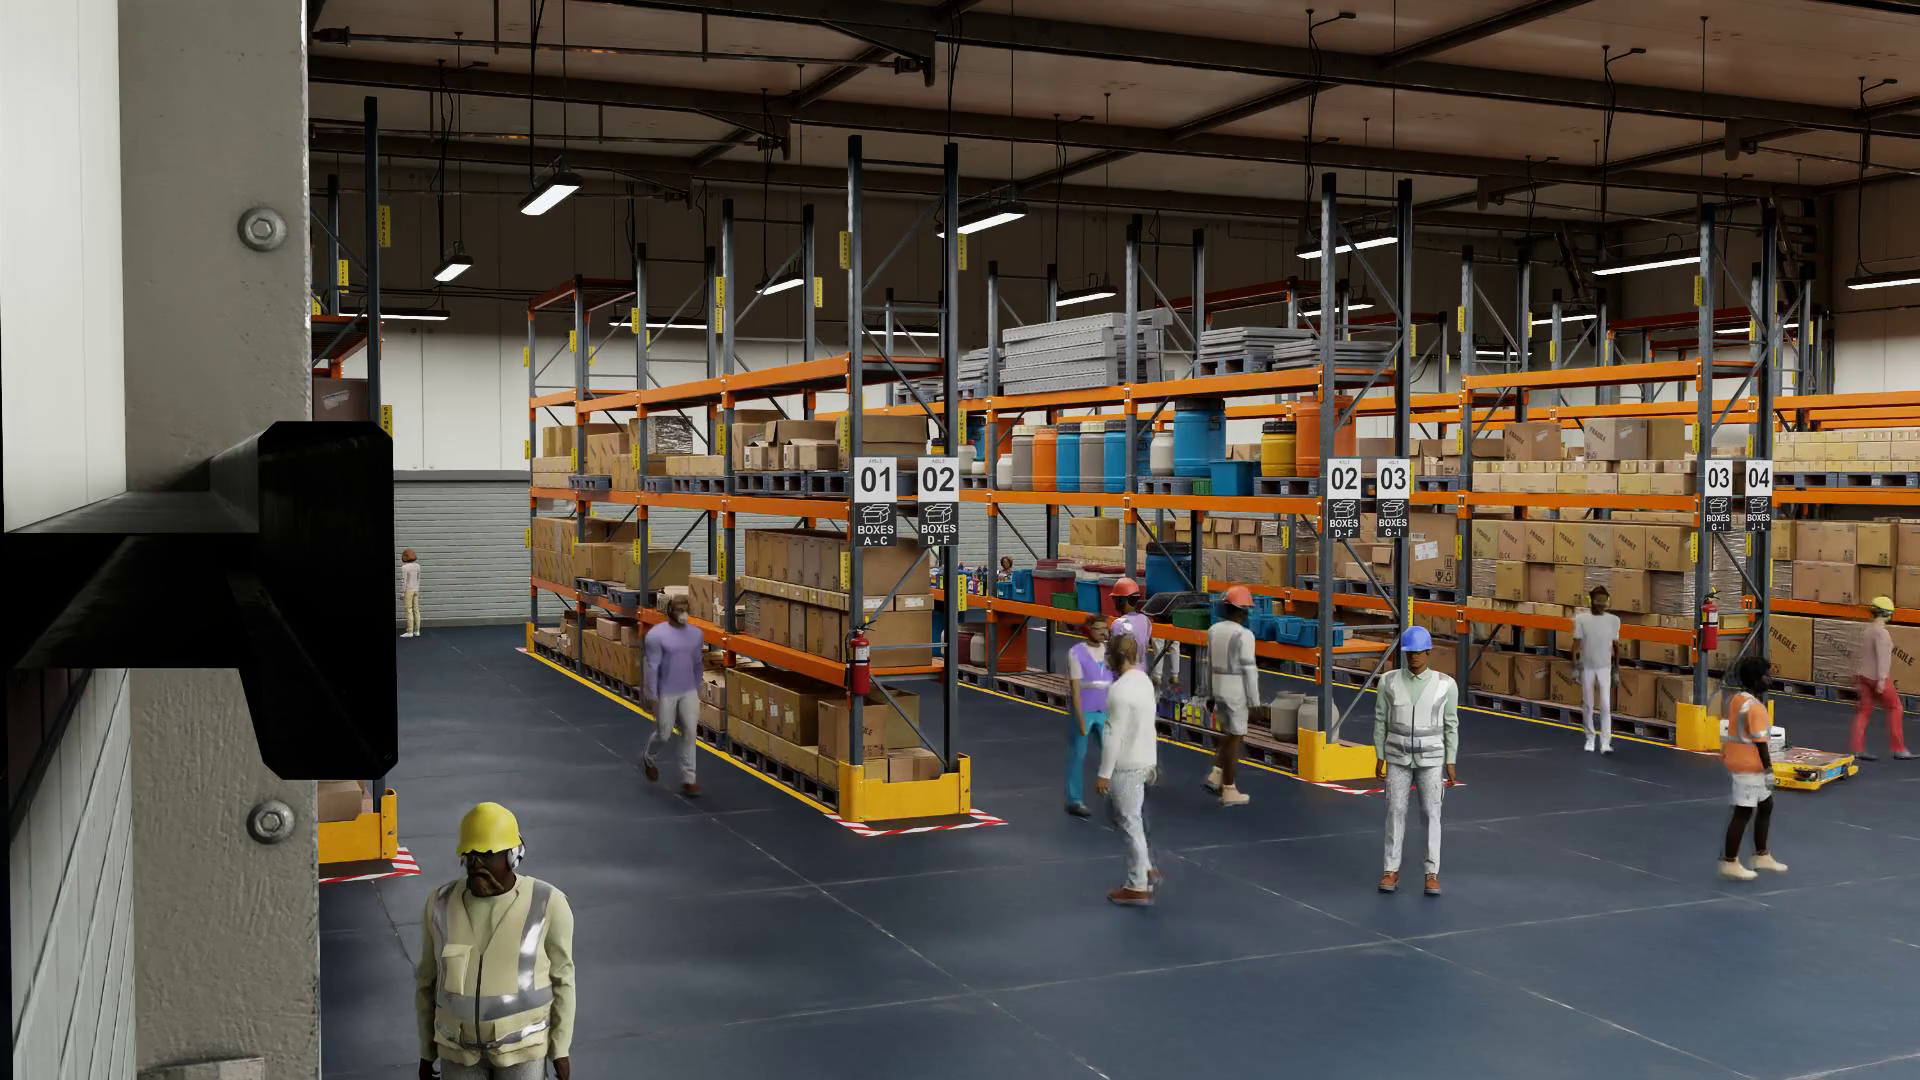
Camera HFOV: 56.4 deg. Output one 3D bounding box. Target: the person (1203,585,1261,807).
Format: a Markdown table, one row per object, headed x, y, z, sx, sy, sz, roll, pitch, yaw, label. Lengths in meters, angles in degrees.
| x | y | z | sx | sy | sz | roll | pitch | yaw | label |
| --- | --- | --- | --- | --- | --- | --- | --- | --- | --- |
| 2.532 | 1.429 | 16.493 | 0.424 | 2.024 | 0.639 | -1 | 2 | -28 | person |

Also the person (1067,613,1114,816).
| x | y | z | sx | sy | sz | roll | pitch | yaw | label |
| --- | --- | --- | --- | --- | --- | --- | --- | --- | --- |
| 1.229 | 1.557 | 15.834 | 0.563 | 1.811 | 0.842 | -2 | 3 | -36 | person |

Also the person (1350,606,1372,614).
| x | y | z | sx | sy | sz | roll | pitch | yaw | label |
| --- | --- | --- | --- | --- | --- | --- | --- | --- | --- |
| 6.578 | 1.139 | 29.456 | 0.507 | 1.595 | 0.841 | -1 | 2 | -27 | person |

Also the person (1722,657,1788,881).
| x | y | z | sx | sy | sz | roll | pitch | yaw | label |
| --- | --- | --- | --- | --- | --- | --- | --- | --- | --- |
| 6.021 | 1.717 | 13.445 | 0.642 | 1.673 | 0.550 | 0 | 2 | 11 | person |

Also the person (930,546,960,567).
| x | y | z | sx | sy | sz | roll | pitch | yaw | label |
| --- | --- | --- | --- | --- | --- | --- | --- | --- | --- |
| -0.256 | 0.757 | 34.842 | 0.806 | 1.974 | 0.469 | -1 | 3 | -30 | person |

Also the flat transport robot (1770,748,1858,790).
| x | y | z | sx | sy | sz | roll | pitch | yaw | label |
| --- | --- | --- | --- | --- | --- | --- | --- | --- | --- |
| 8.359 | 2.263 | 17.797 | 0.652 | 0.197 | 1.431 | 2 | 3 | 43 | flat transport robot |

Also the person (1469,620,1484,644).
| x | y | z | sx | sy | sz | roll | pitch | yaw | label |
| --- | --- | --- | --- | --- | --- | --- | --- | --- | --- |
| 7.928 | 1.136 | 27.887 | 0.490 | 1.727 | 0.519 | -1 | 2 | -25 | person |

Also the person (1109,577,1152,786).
| x | y | z | sx | sy | sz | roll | pitch | yaw | label |
| --- | --- | --- | --- | --- | --- | --- | --- | --- | --- |
| 1.611 | 1.385 | 17.384 | 0.371 | 2.044 | 0.608 | 1 | 3 | 34 | person |

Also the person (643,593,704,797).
| x | y | z | sx | sy | sz | roll | pitch | yaw | label |
| --- | --- | --- | --- | --- | --- | --- | --- | --- | --- |
| -2.748 | 1.458 | 17.150 | 0.637 | 1.919 | 0.825 | -2 | 3 | -35 | person |

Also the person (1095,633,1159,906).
| x | y | z | sx | sy | sz | roll | pitch | yaw | label |
| --- | --- | --- | --- | --- | --- | --- | --- | --- | --- |
| 1.186 | 1.622 | 12.748 | 0.433 | 1.923 | 0.643 | 1 | 2 | 20 | person |

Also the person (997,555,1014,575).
| x | y | z | sx | sy | sz | roll | pitch | yaw | label |
| --- | --- | --- | --- | --- | --- | --- | --- | --- | --- |
| 0.787 | 1.079 | 30.557 | 0.513 | 1.641 | 0.307 | 0 | 2 | 5 | person |

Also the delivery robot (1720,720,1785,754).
| x | y | z | sx | sy | sz | roll | pitch | yaw | label |
| --- | --- | --- | --- | --- | --- | --- | --- | --- | --- |
| 8.331 | 2.037 | 18.849 | 0.477 | 0.478 | 0.707 | -1 | 2 | -12 | delivery robot |

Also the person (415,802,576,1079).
| x | y | z | sx | sy | sz | roll | pitch | yaw | label |
| --- | --- | --- | --- | --- | --- | --- | --- | --- | --- |
| -1.761 | 1.896 | 6.753 | 0.603 | 1.830 | 0.404 | 0 | 2 | 2 | person |

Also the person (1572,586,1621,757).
| x | y | z | sx | sy | sz | roll | pitch | yaw | label |
| --- | --- | --- | --- | --- | --- | --- | --- | --- | --- |
| 6.890 | 1.422 | 19.395 | 0.491 | 1.816 | 0.920 | 1 | 2 | 20 | person |

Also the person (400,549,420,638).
| x | y | z | sx | sy | sz | roll | pitch | yaw | label |
| --- | --- | --- | --- | --- | --- | --- | --- | --- | --- |
| -10.176 | 0.982 | 33.144 | 0.286 | 1.636 | 0.500 | 1 | 2 | 19 | person |

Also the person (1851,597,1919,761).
| x | y | z | sx | sy | sz | roll | pitch | yaw | label |
| --- | --- | --- | --- | --- | --- | --- | --- | --- | --- |
| 9.820 | 1.475 | 19.029 | 0.734 | 1.732 | 0.524 | 0 | 2 | 3 | person |

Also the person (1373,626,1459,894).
| x | y | z | sx | sy | sz | roll | pitch | yaw | label |
| --- | --- | --- | --- | --- | --- | --- | --- | --- | --- |
| 3.324 | 1.596 | 13.089 | 0.602 | 1.949 | 0.392 | 1 | 2 | 20 | person |

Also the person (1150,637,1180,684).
| x | y | z | sx | sy | sz | roll | pitch | yaw | label |
| --- | --- | --- | --- | --- | --- | --- | --- | --- | --- |
| 2.947 | 1.158 | 25.911 | 0.621 | 1.845 | 0.429 | -1 | 2 | -19 | person |
